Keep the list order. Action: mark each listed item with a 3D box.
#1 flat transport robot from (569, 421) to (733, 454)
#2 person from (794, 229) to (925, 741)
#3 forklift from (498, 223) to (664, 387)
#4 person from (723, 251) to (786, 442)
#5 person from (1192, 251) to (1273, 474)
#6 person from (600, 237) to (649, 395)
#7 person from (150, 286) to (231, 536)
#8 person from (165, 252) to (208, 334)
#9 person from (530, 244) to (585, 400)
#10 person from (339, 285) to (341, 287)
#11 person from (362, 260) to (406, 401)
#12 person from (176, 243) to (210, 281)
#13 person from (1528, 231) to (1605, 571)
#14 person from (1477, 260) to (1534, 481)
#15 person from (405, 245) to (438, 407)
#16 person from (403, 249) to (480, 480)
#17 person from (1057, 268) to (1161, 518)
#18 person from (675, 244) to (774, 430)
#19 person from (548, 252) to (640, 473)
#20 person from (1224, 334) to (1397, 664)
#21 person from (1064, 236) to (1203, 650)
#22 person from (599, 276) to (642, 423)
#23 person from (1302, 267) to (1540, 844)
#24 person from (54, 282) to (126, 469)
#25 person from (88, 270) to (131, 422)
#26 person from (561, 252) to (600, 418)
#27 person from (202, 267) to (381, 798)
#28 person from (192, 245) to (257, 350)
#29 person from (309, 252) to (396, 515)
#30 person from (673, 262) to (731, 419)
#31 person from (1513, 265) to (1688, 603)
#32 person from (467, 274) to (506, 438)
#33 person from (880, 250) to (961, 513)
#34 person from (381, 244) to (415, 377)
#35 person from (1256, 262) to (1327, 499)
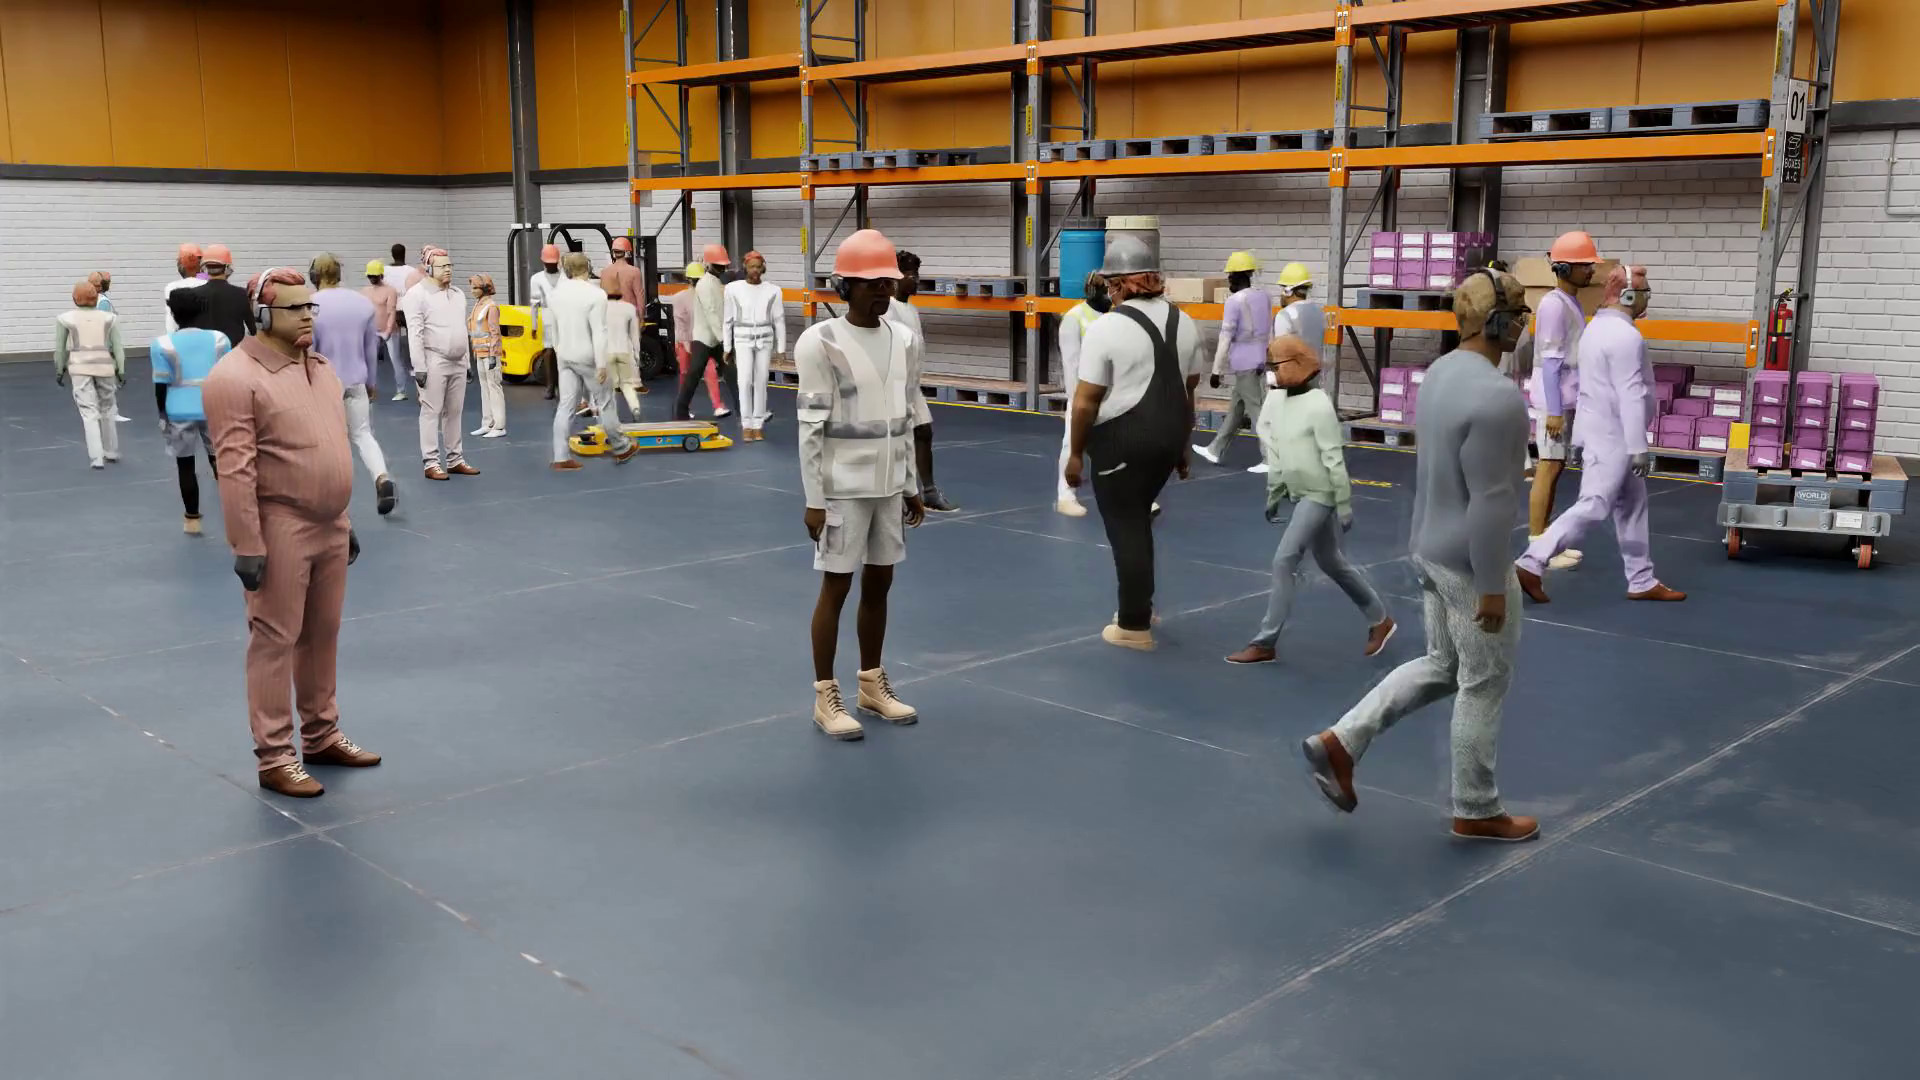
[{"bbox_3d":[-2.924,-0.978,15.704,1.431,0.197,0.652,-4,11,-22],"label":"flat transport robot"},{"bbox_3d":[-0.373,-0.220,6.738,0.612,2.041,0.394,-10,15,-44],"label":"person"},{"bbox_3d":[-5.316,-3.263,22.920,2.313,2.155,1.214,-10,14,-44],"label":"forklift"},{"bbox_3d":[-1.993,-1.873,16.228,0.615,1.862,0.677,-3,11,-14],"label":"person"},{"bbox_3d":[2.384,-1.517,14.257,0.981,1.872,0.608,9,13,39],"label":"person"},{"bbox_3d":[-4.269,-2.842,21.163,0.608,1.996,0.375,3,11,16],"label":"person"},{"bbox_3d":[-5.082,-0.843,11.095,0.546,1.684,0.548,-9,14,-40],"label":"person"},{"bbox_3d":[-7.904,-2.063,17.322,0.749,1.862,0.589,9,14,40],"label":"person"},{"bbox_3d":[-4.983,-2.691,20.573,0.655,1.908,0.542,-2,11,-13],"label":"person"},{"bbox_3d":[-6.707,-2.004,17.640,0.650,1.603,0.501,7,13,35],"label":"person"},{"bbox_3d":[-7.030,-2.506,20.105,0.524,1.714,0.860,3,11,15],"label":"person"},{"bbox_3d":[-8.881,-2.485,19.381,0.359,1.936,0.544,0,10,0],"label":"person"},{"bbox_3d":[3.677,-0.843,10.138,0.375,2.043,0.610,5,12,26],"label":"person"},{"bbox_3d":[4.380,-1.403,13.816,0.506,1.819,0.965,-10,14,-43],"label":"person"},{"bbox_3d":[-6.247,-2.526,19.705,0.406,1.901,0.639,3,11,18],"label":"person"},{"bbox_3d":[-4.306,-1.462,13.885,0.407,1.908,0.641,5,12,25],"label":"person"},{"bbox_3d":[1.000,-1.013,11.750,0.644,1.786,0.972,-8,13,-36],"label":"person"},{"bbox_3d":[-2.508,-2.074,17.180,1.094,1.918,0.614,2,11,13],"label":"person"},{"bbox_3d":[-3.213,-1.538,14.392,0.666,1.871,1.019,6,12,28],"label":"person"},{"bbox_3d":[1.720,-0.195,7.909,0.881,1.570,0.507,-2,11,-12],"label":"person"},{"bbox_3d":[0.797,-0.494,8.239,0.700,2.000,0.651,-8,13,-38],"label":"person"},{"bbox_3d":[-3.476,-1.869,16.888,0.515,1.614,0.516,-6,12,-31],"label":"person"},{"bbox_3d":[1.570,0.073,5.467,0.706,1.924,0.626,-1,10,-3],"label":"person"},{"bbox_3d":[-7.642,-1.444,14.602,0.527,1.604,0.774,-8,13,-38],"label":"person"},{"bbox_3d":[-9.287,-2.099,18.069,0.305,1.645,0.522,-9,14,-41],"label":"person"},{"bbox_3d":[-4.215,-2.265,18.471,0.497,1.837,0.509,8,13,37],"label":"person"},{"bbox_3d":[-2.422,-0.034,6.096,0.409,1.907,0.651,3,11,13],"label":"person"},{"bbox_3d":[-6.301,-1.553,14.311,0.631,1.936,1.051,0,10,-2],"label":"person"},{"bbox_3d":[-4.441,-1.111,11.972,0.637,1.913,0.844,-10,14,-43],"label":"person"},{"bbox_3d":[-2.848,-2.161,18.187,0.523,1.722,0.900,-7,13,-34],"label":"person"},{"bbox_3d":[3.522,-0.565,9.102,0.945,1.874,0.647,2,11,10],"label":"person"},{"bbox_3d":[-4.748,-1.844,16.697,0.310,1.639,0.514,-7,13,-35],"label":"person"},{"bbox_3d":[-0.506,-1.153,12.194,0.982,1.927,0.625,5,11,24],"label":"person"},{"bbox_3d":[-7.937,-3.254,23.689,0.610,1.896,0.716,-1,10,-4],"label":"person"},{"bbox_3d":[2.524,-1.192,12.668,0.595,1.818,0.438,-9,14,-40],"label":"person"}]
